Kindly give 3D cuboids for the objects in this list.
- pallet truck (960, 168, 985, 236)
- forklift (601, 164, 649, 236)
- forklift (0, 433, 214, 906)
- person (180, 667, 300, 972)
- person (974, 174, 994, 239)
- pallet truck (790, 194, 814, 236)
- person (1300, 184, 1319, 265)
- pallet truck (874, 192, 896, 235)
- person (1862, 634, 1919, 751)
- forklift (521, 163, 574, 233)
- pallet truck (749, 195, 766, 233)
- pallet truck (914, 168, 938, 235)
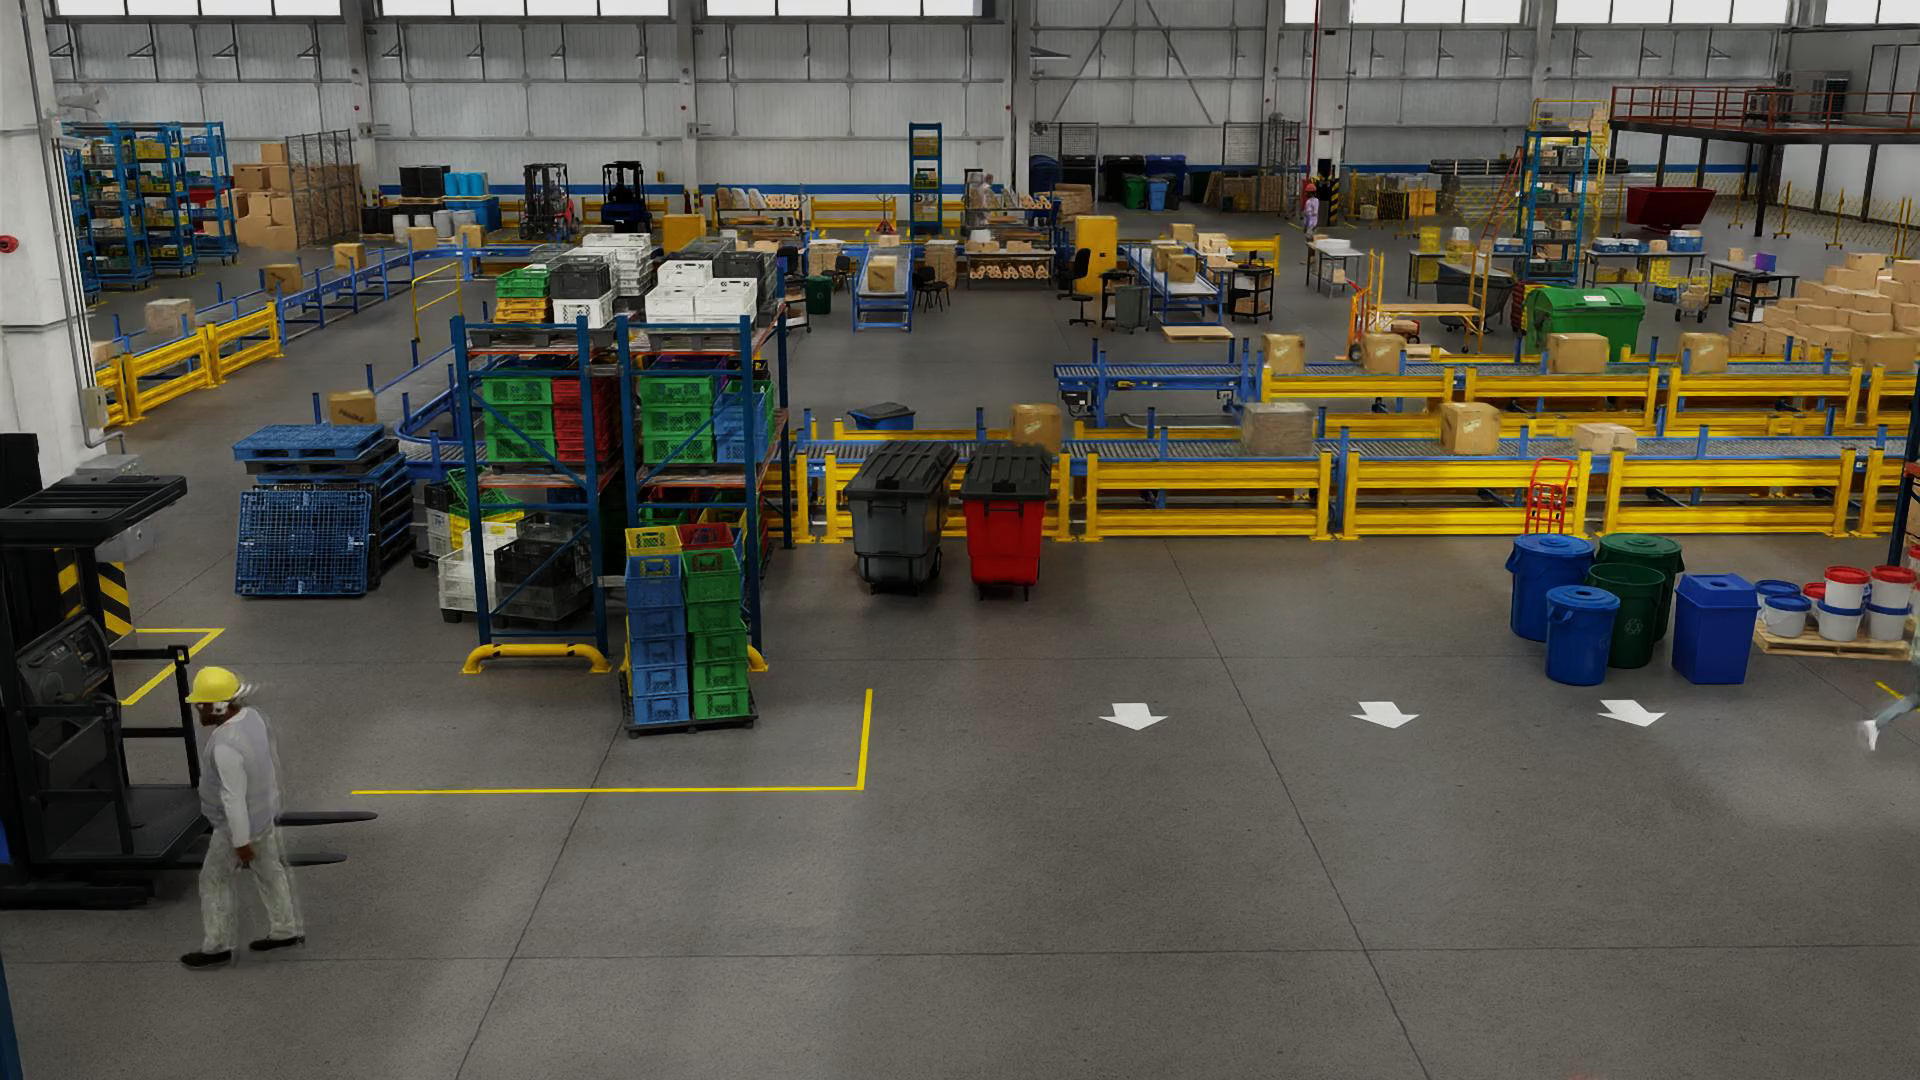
[{"bbox_3d":[0.383,-10.230,50.206,0.823,1.965,1.885,-1,16,-3],"label":"pallet truck"},{"bbox_3d":[-9.948,-10.127,49.296,1.157,1.987,2.680,-1,16,-3],"label":"forklift"},{"bbox_3d":[-5.952,0.780,10.366,1.873,2.768,1.129,0,16,-1],"label":"forklift"},{"bbox_3d":[-4.230,1.578,9.514,0.737,1.808,0.597,-1,16,-5],"label":"person"},{"bbox_3d":[0.744,-9.852,49.100,0.526,1.879,0.722,-3,16,-10],"label":"person"},{"bbox_3d":[-4.814,-9.883,50.259,0.704,1.261,1.522,-1,16,-3],"label":"pallet truck"},{"bbox_3d":[8.988,-8.114,42.768,0.395,2.044,0.609,11,19,32],"label":"person"},{"bbox_3d":[-2.277,-9.986,50.594,0.653,1.274,1.630,0,16,-1],"label":"pallet truck"},{"bbox_3d":[7.110,0.892,12.219,0.629,1.614,0.507,2,16,6],"label":"person"},{"bbox_3d":[-12.233,-10.122,49.298,1.157,1.987,2.680,0,16,-1],"label":"forklift"},{"bbox_3d":[-6.051,-9.967,50.660,0.680,1.201,1.601,0,16,-1],"label":"pallet truck"},{"bbox_3d":[-0.989,-10.316,50.507,0.823,1.965,1.885,1,16,3],"label":"pallet truck"}]
